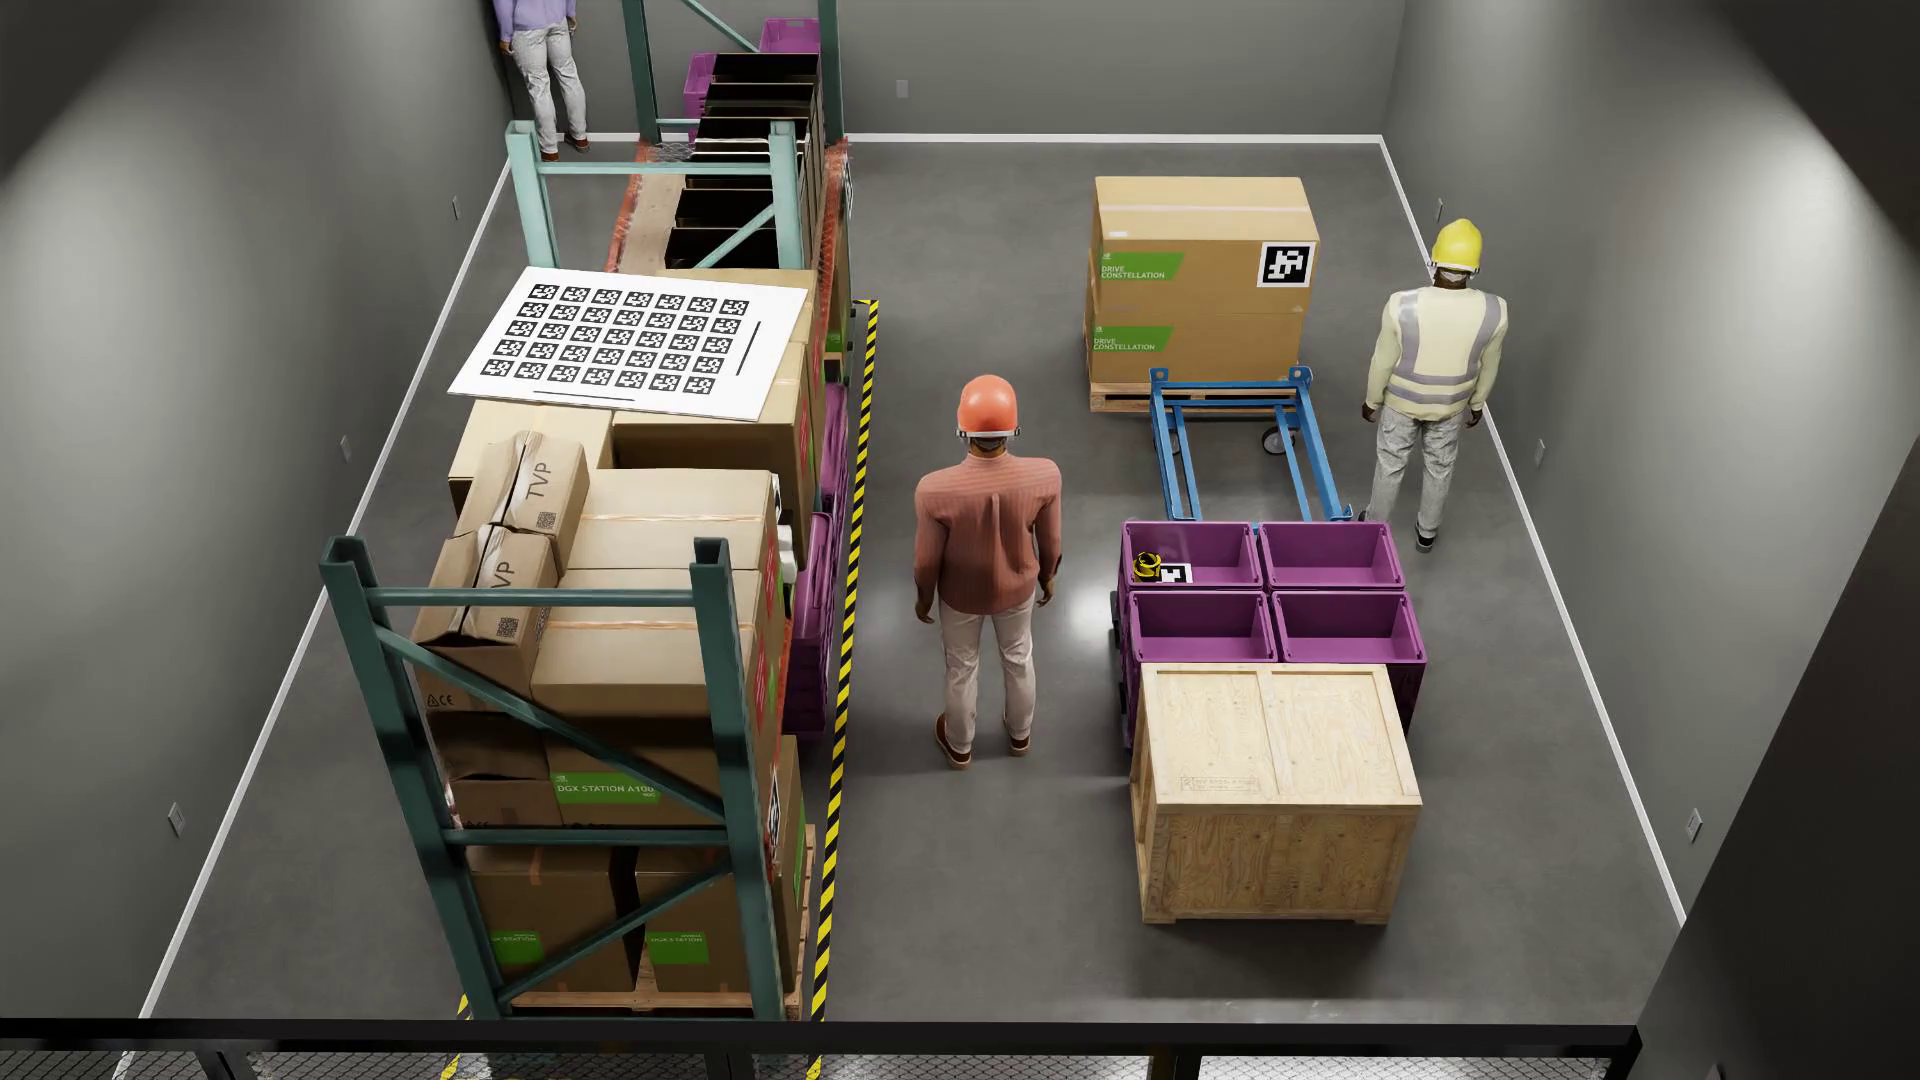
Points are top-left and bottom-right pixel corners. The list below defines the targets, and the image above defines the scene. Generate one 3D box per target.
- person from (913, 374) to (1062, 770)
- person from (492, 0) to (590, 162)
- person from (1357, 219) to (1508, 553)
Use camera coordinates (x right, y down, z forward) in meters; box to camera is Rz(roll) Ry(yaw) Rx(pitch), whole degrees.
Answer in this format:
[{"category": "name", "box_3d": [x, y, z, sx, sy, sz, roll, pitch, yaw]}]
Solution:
[{"category": "person", "box_3d": [0.107, 0.166, 6.882, 0.623, 1.993, 0.384, -10, 42, -11]}, {"category": "person", "box_3d": [-2.800, -3.438, 11.034, 0.366, 1.939, 0.635, 32, 51, 31]}, {"category": "person", "box_3d": [2.241, -0.708, 8.000, 0.600, 1.829, 0.404, 2, 41, 2]}]
